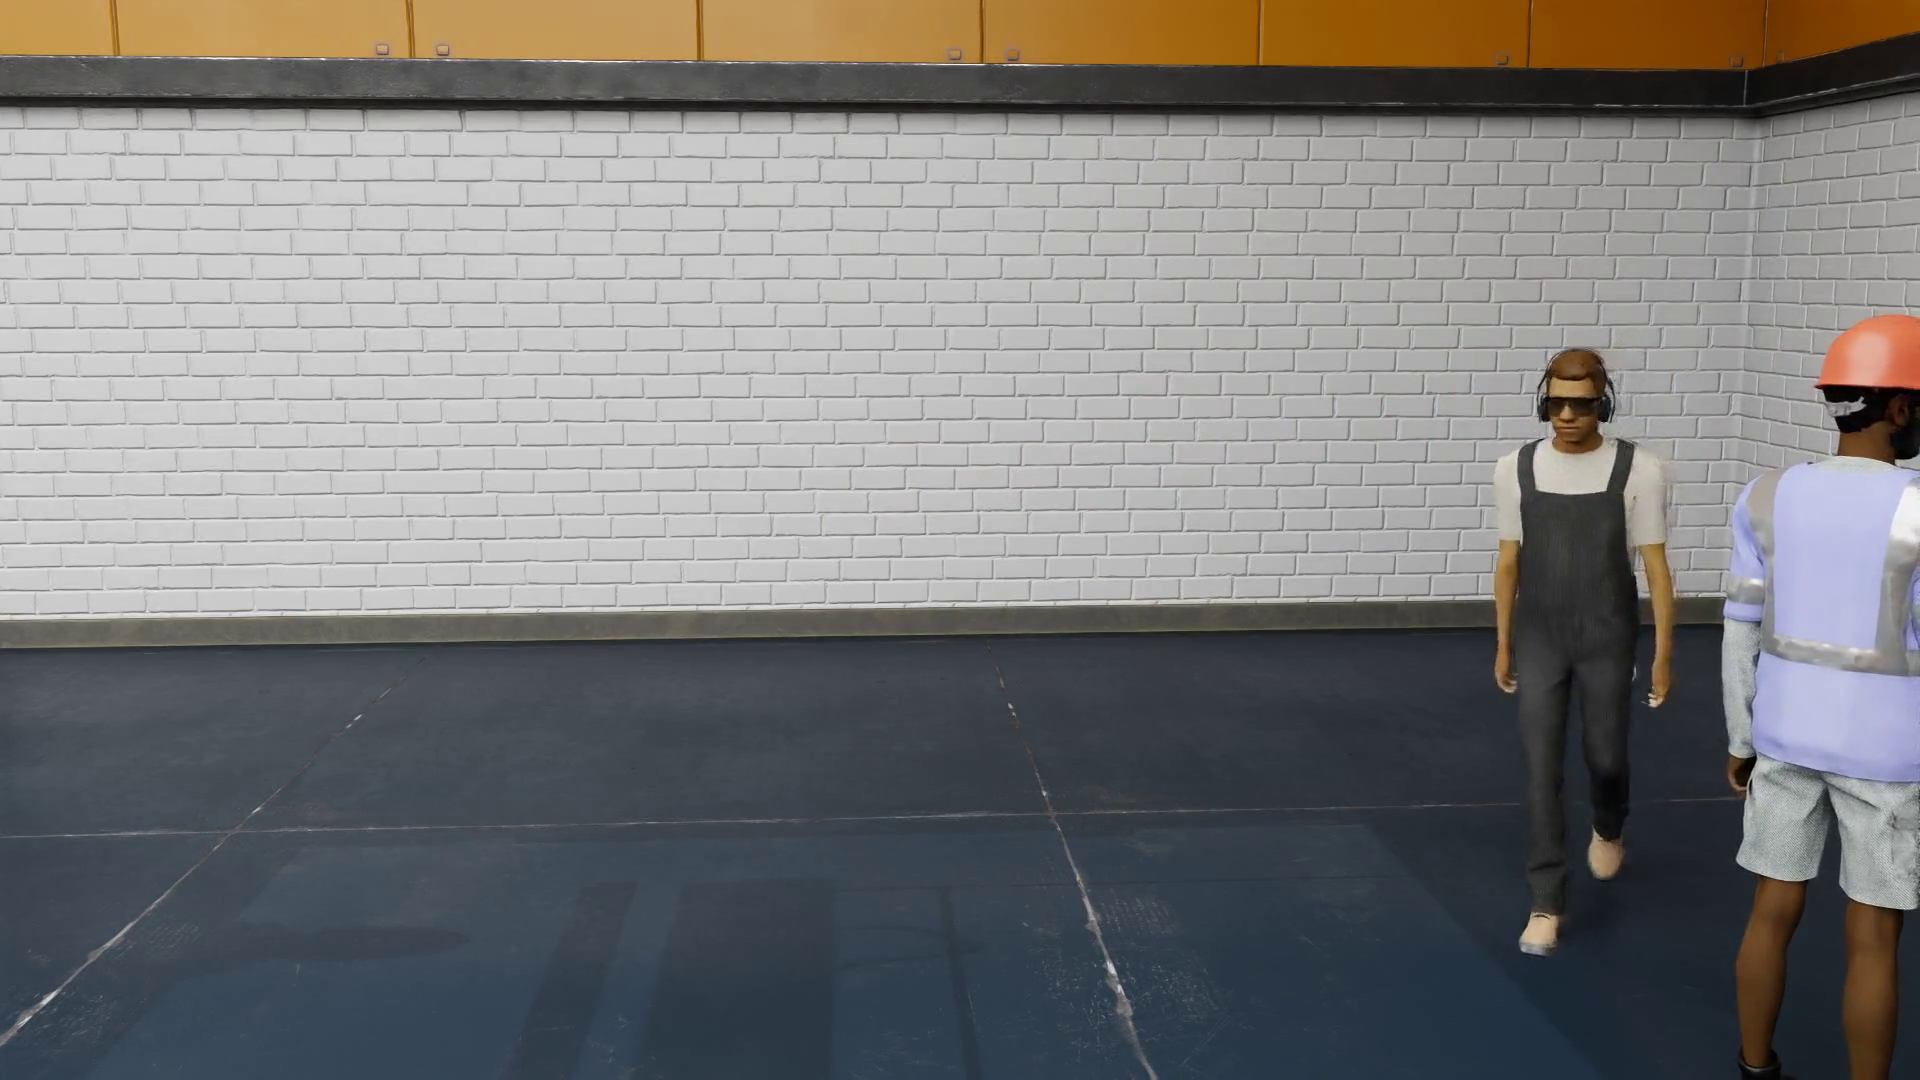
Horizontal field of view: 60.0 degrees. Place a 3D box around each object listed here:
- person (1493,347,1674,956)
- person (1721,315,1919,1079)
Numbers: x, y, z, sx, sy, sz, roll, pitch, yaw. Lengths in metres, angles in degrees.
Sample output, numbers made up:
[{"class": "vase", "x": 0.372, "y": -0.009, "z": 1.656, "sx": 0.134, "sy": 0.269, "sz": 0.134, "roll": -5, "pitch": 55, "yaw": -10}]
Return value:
[{"class": "person", "x": 1.938, "y": 0.304, "z": 5.174, "sx": 0.567, "sy": 1.814, "sz": 0.833, "roll": 5, "pitch": 10, "yaw": 30}, {"class": "person", "x": 2.016, "y": 0.463, "z": 3.786, "sx": 0.376, "sy": 1.934, "sz": 0.546, "roll": -6, "pitch": 11, "yaw": -35}]
